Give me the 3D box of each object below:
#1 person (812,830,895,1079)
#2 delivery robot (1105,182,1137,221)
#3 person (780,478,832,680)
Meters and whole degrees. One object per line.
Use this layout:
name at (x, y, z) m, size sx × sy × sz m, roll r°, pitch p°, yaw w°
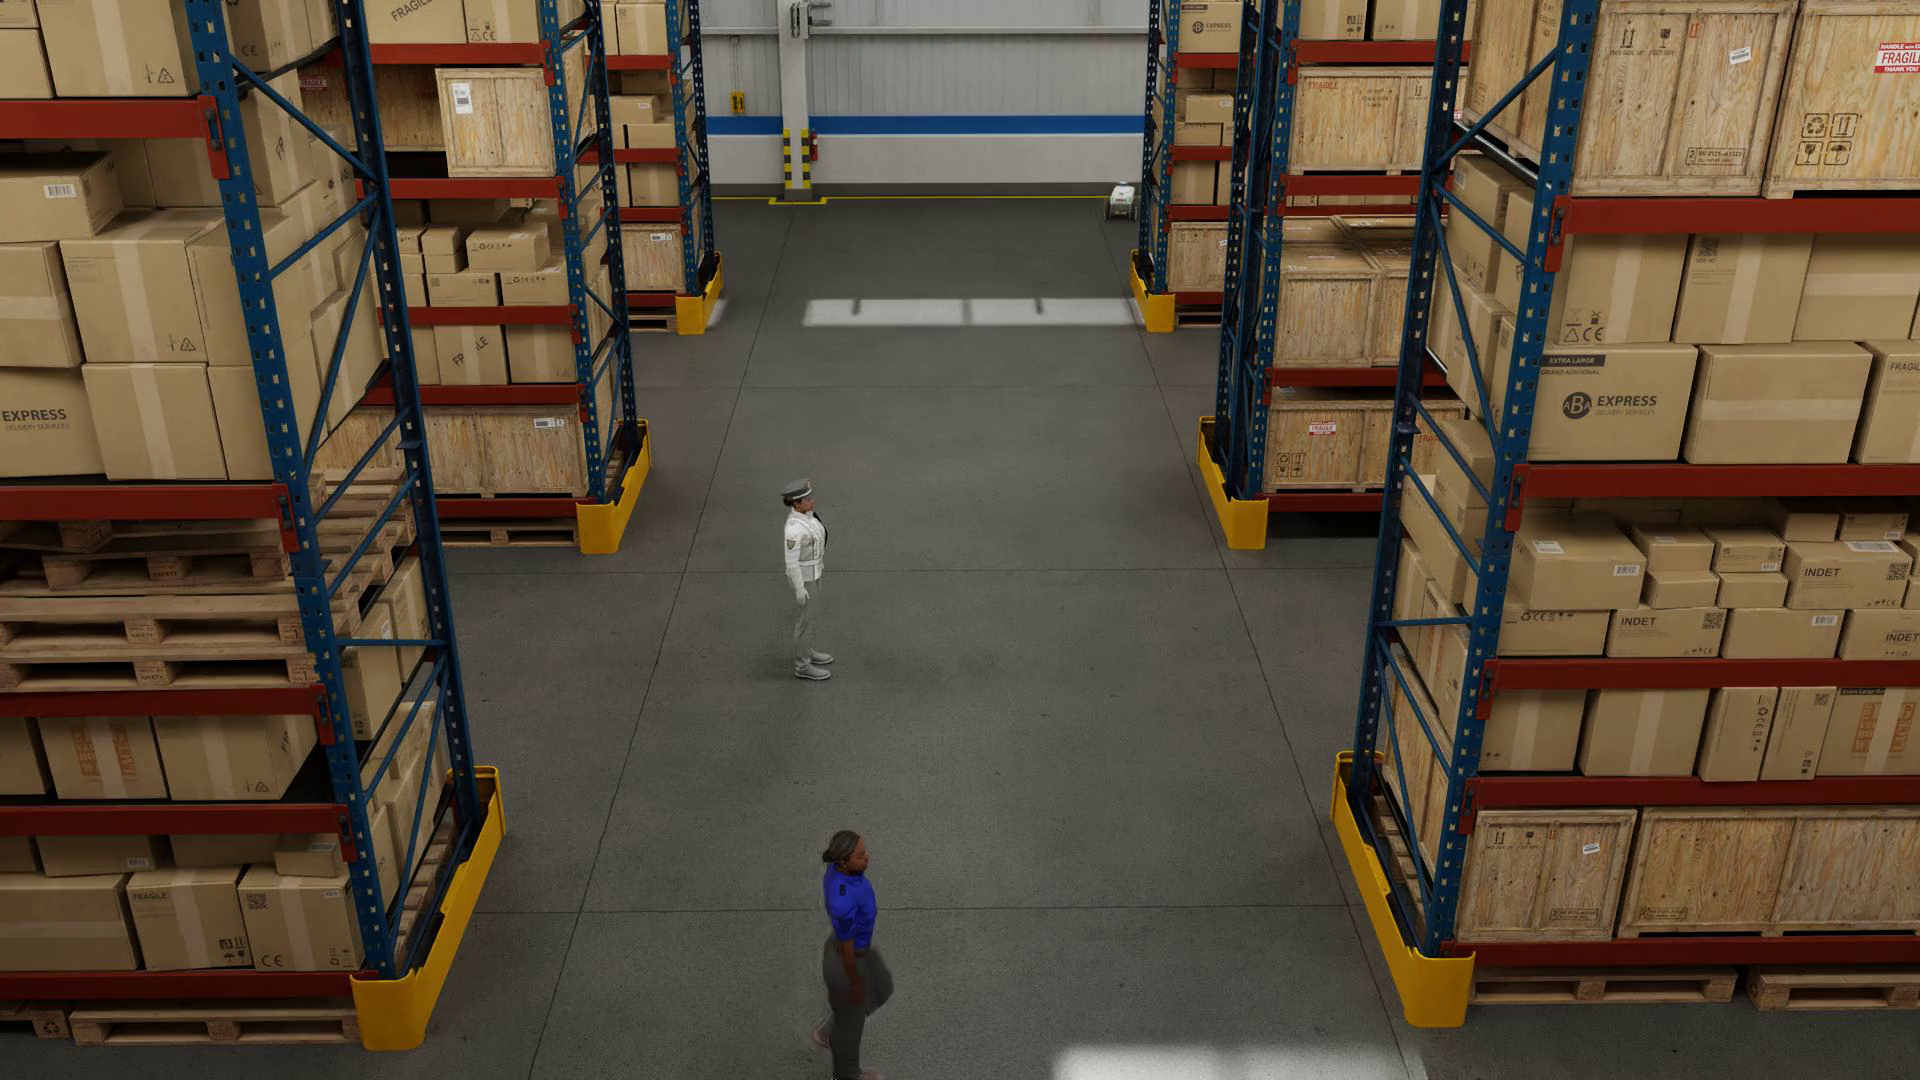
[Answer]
person at (-0.594, 2.287, 9.068) m, size 0.470 × 1.661 × 0.465 m, roll -1°, pitch 25°, yaw -2°
delivery robot at (2.736, -5.489, 27.203) m, size 0.667 × 0.535 × 0.741 m, roll 4°, pitch 25°, yaw 10°
person at (-1.229, 0.293, 13.340) m, size 0.358 × 1.691 × 0.469 m, roll 1°, pitch 25°, yaw 3°
